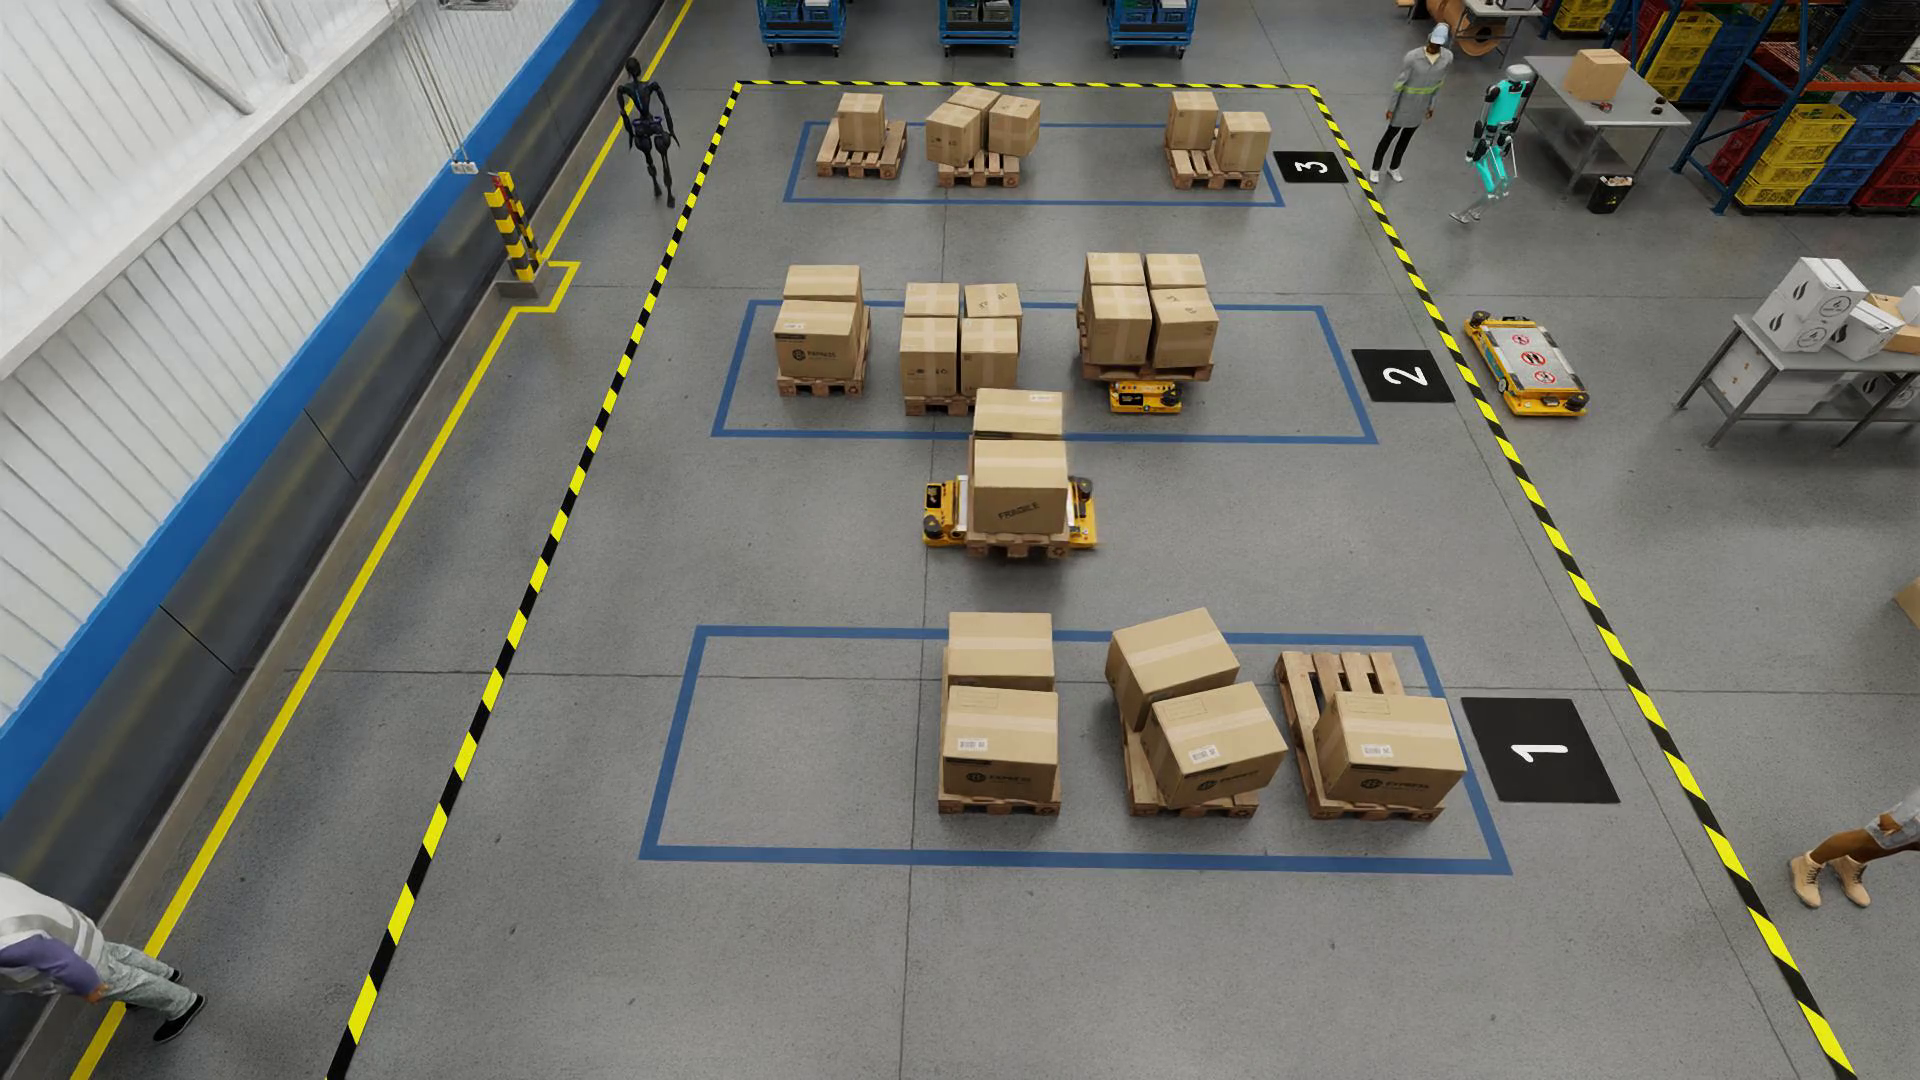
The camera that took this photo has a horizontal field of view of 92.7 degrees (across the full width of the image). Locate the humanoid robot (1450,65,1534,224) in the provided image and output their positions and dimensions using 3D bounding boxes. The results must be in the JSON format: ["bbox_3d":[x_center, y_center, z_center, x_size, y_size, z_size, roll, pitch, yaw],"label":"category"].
[{"bbox_3d":[6.017,-4.312,10.205,0.533,1.677,0.735,-12,50,-10],"label":"humanoid robot"}]

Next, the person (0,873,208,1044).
[{"bbox_3d":[-4.589,2.124,4.661,0.601,1.827,0.404,28,55,22],"label":"person"}]

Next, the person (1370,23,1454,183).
[{"bbox_3d":[5.431,-5.204,10.992,0.591,1.849,0.397,-3,49,-2],"label":"person"}]

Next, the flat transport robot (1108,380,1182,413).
[{"bbox_3d":[1.773,-1.807,9.079,0.652,0.197,1.431,1,49,1],"label":"flat transport robot"}]

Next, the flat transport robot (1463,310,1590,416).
[{"bbox_3d":[5.573,-1.757,9.054,0.659,0.231,1.431,1,49,1],"label":"flat transport robot"}]

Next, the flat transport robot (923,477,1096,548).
[{"bbox_3d":[0.413,-0.250,7.731,1.431,0.197,0.652,1,49,1],"label":"flat transport robot"}]

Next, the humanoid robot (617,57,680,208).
[{"bbox_3d":[-3.622,-4.780,10.740,0.585,1.641,0.549,-8,50,-7],"label":"humanoid robot"}]

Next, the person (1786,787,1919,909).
[{"bbox_3d":[5.479,1.526,5.041,0.615,2.039,0.379,0,49,0],"label":"person"}]
